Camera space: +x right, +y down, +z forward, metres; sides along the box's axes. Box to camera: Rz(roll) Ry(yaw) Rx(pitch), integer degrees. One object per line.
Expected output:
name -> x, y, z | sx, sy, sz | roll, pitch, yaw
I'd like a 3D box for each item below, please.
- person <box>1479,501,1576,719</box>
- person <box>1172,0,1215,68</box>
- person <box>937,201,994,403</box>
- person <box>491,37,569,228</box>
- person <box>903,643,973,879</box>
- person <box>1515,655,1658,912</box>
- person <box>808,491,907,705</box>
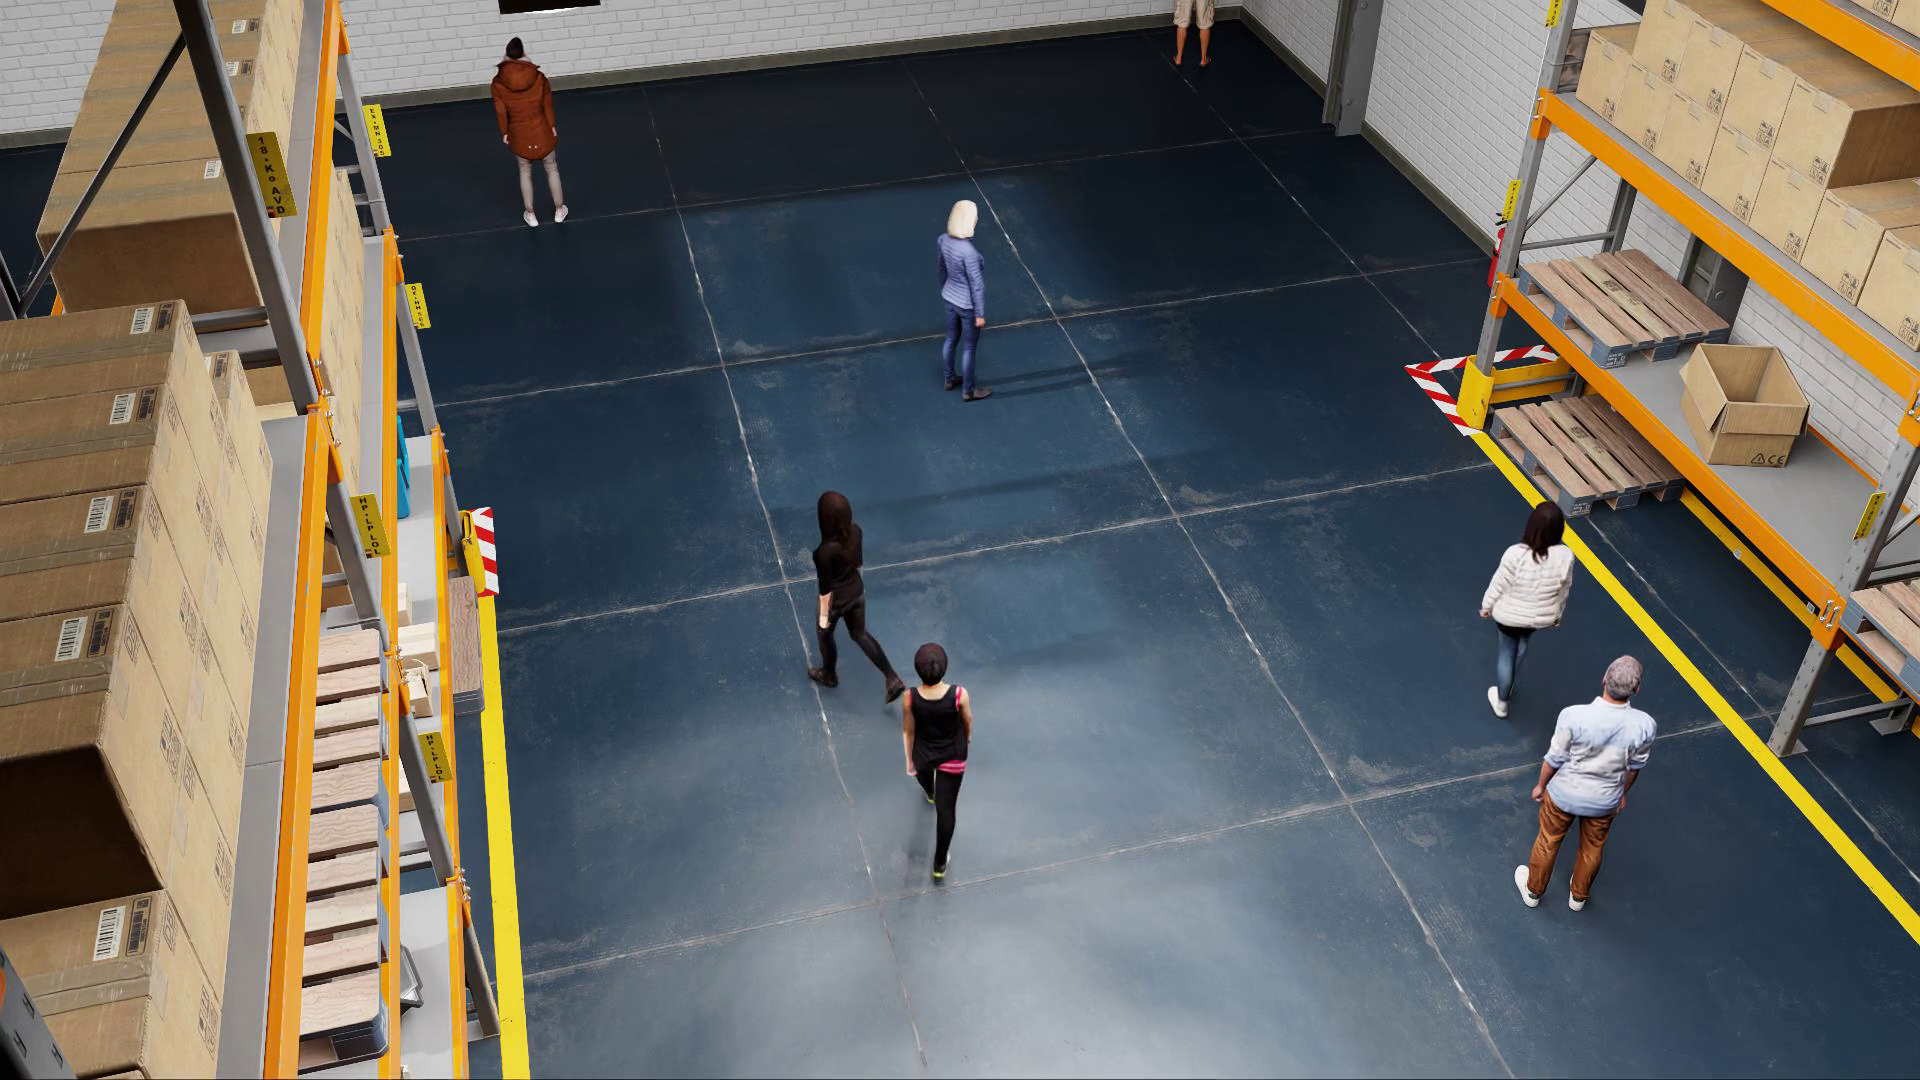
person -> 3.573, 0.489, 10.463 | 0.709, 1.631, 0.725 | -1, 39, -1
person -> 2.676, -6.284, 18.758 | 0.721, 1.863, 0.697 | 5, 39, 7
person -> 0.015, -1.924, 13.397 | 0.779, 1.740, 0.630 | -27, 46, -30
person -> -4.063, -3.852, 15.733 | 0.681, 1.839, 0.670 | -10, 40, -12
person -> -0.131, 1.285, 9.570 | 0.798, 1.501, 1.115 | 4, 39, 5
person -> 3.465, 1.367, 9.208 | 0.766, 1.826, 0.720 | 5, 39, 7
person -> -0.691, 0.408, 10.573 | 1.077, 1.621, 0.939 | 27, 46, 29
